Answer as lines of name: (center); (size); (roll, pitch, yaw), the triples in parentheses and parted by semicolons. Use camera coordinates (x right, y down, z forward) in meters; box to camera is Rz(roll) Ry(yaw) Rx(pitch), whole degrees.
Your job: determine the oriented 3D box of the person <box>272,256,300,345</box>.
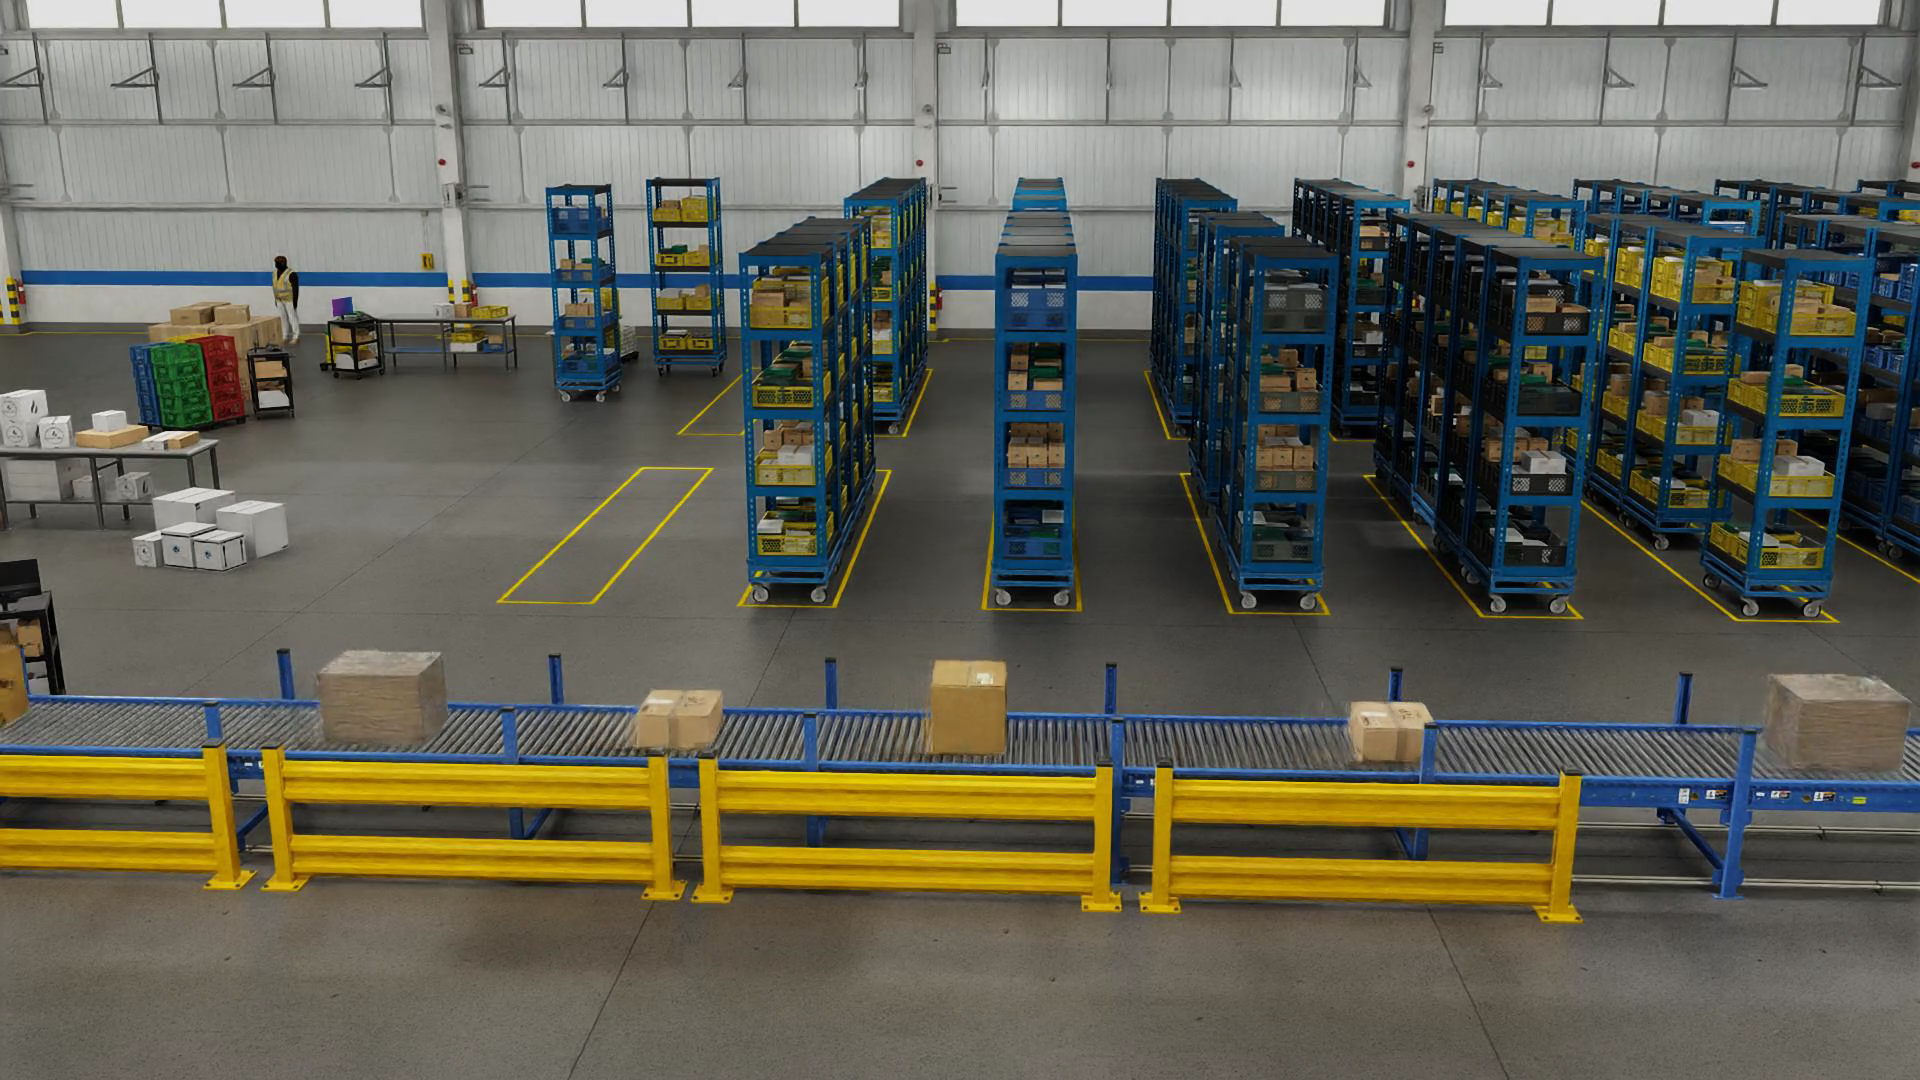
person: (-14.006, -4.981, 34.546); (0.624, 1.841, 0.430); (7, 17, 25)
